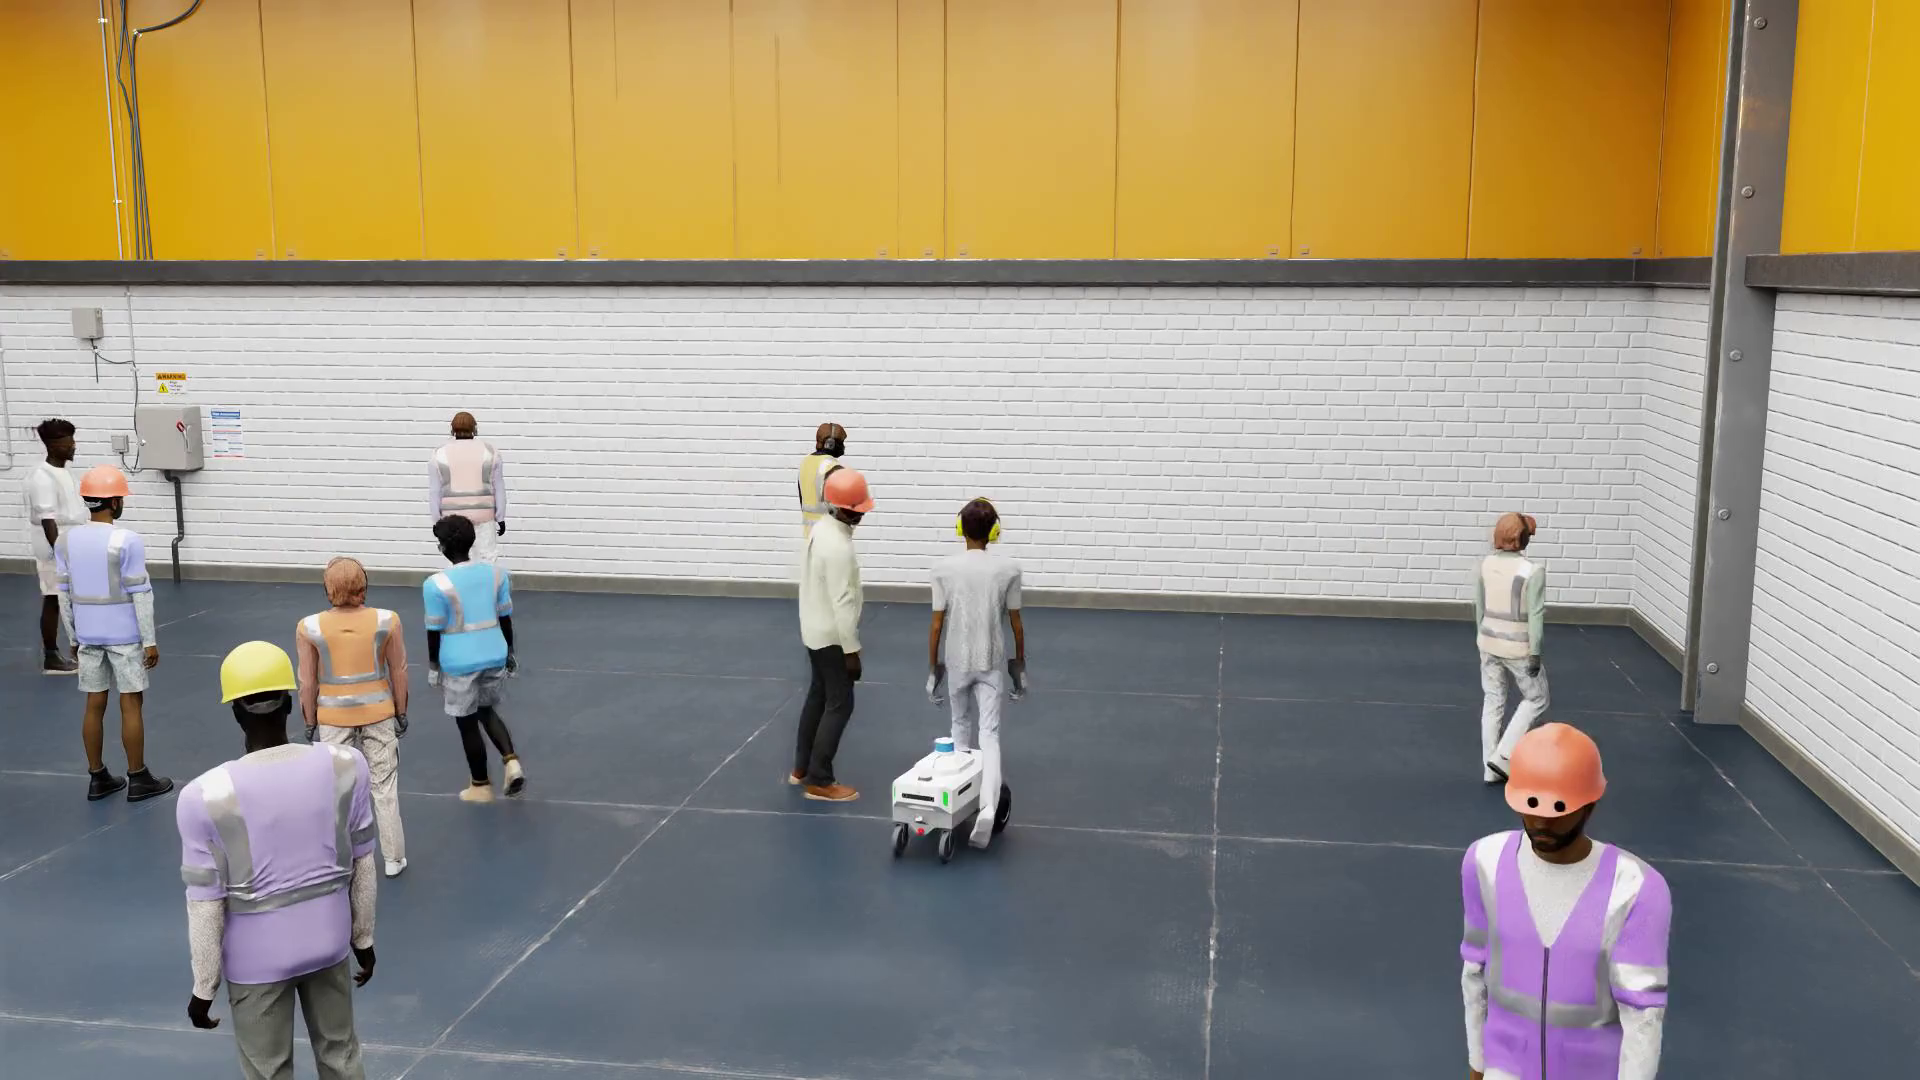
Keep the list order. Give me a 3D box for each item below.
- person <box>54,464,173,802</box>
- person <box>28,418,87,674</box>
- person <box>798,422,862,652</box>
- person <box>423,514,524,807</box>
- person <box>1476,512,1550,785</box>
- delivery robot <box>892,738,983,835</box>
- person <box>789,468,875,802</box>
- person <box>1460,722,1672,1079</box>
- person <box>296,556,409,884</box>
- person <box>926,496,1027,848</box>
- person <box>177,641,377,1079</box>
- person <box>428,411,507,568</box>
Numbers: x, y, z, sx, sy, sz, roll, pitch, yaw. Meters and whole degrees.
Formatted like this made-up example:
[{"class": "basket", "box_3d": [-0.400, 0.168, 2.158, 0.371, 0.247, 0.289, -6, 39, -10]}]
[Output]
[{"class": "person", "box_3d": [-4.844, 0.533, 9.524, 0.552, 1.935, 0.368, 2, 9, 9]}, {"class": "person", "box_3d": [-6.627, 0.057, 12.430, 0.664, 1.939, 0.618, -1, 9, -4]}, {"class": "person", "box_3d": [-1.031, -0.015, 13.224, 0.429, 1.837, 0.620, -6, 11, -32]}, {"class": "person", "box_3d": [-2.742, 0.687, 9.356, 0.397, 1.677, 0.528, 7, 11, 36]}, {"class": "person", "box_3d": [3.229, 0.645, 9.746, 0.369, 1.625, 0.524, -5, 11, -30]}, {"class": "delivery robot", "box_3d": [-0.080, 1.292, 8.809, 0.477, 0.478, 0.707, 4, 10, 23]}, {"class": "person", "box_3d": [-0.734, 0.535, 9.523, 0.425, 1.941, 0.790, -3, 10, -18]}, {"class": "person", "box_3d": [1.491, 1.407, 4.264, 0.553, 1.893, 0.945, 6, 11, 34]}, {"class": "person", "box_3d": [-2.986, 0.893, 8.224, 0.514, 1.640, 0.307, -4, 10, -23]}, {"class": "person", "box_3d": [0.087, 0.693, 8.899, 0.543, 1.836, 0.866, 0, 9, 1]}, {"class": "person", "box_3d": [-2.083, 1.259, 5.114, 0.584, 1.917, 0.381, -9, 13, -44]}, {"class": "person", "box_3d": [-4.201, -0.180, 14.227, 0.634, 1.839, 0.429, -3, 10, -17]}]
